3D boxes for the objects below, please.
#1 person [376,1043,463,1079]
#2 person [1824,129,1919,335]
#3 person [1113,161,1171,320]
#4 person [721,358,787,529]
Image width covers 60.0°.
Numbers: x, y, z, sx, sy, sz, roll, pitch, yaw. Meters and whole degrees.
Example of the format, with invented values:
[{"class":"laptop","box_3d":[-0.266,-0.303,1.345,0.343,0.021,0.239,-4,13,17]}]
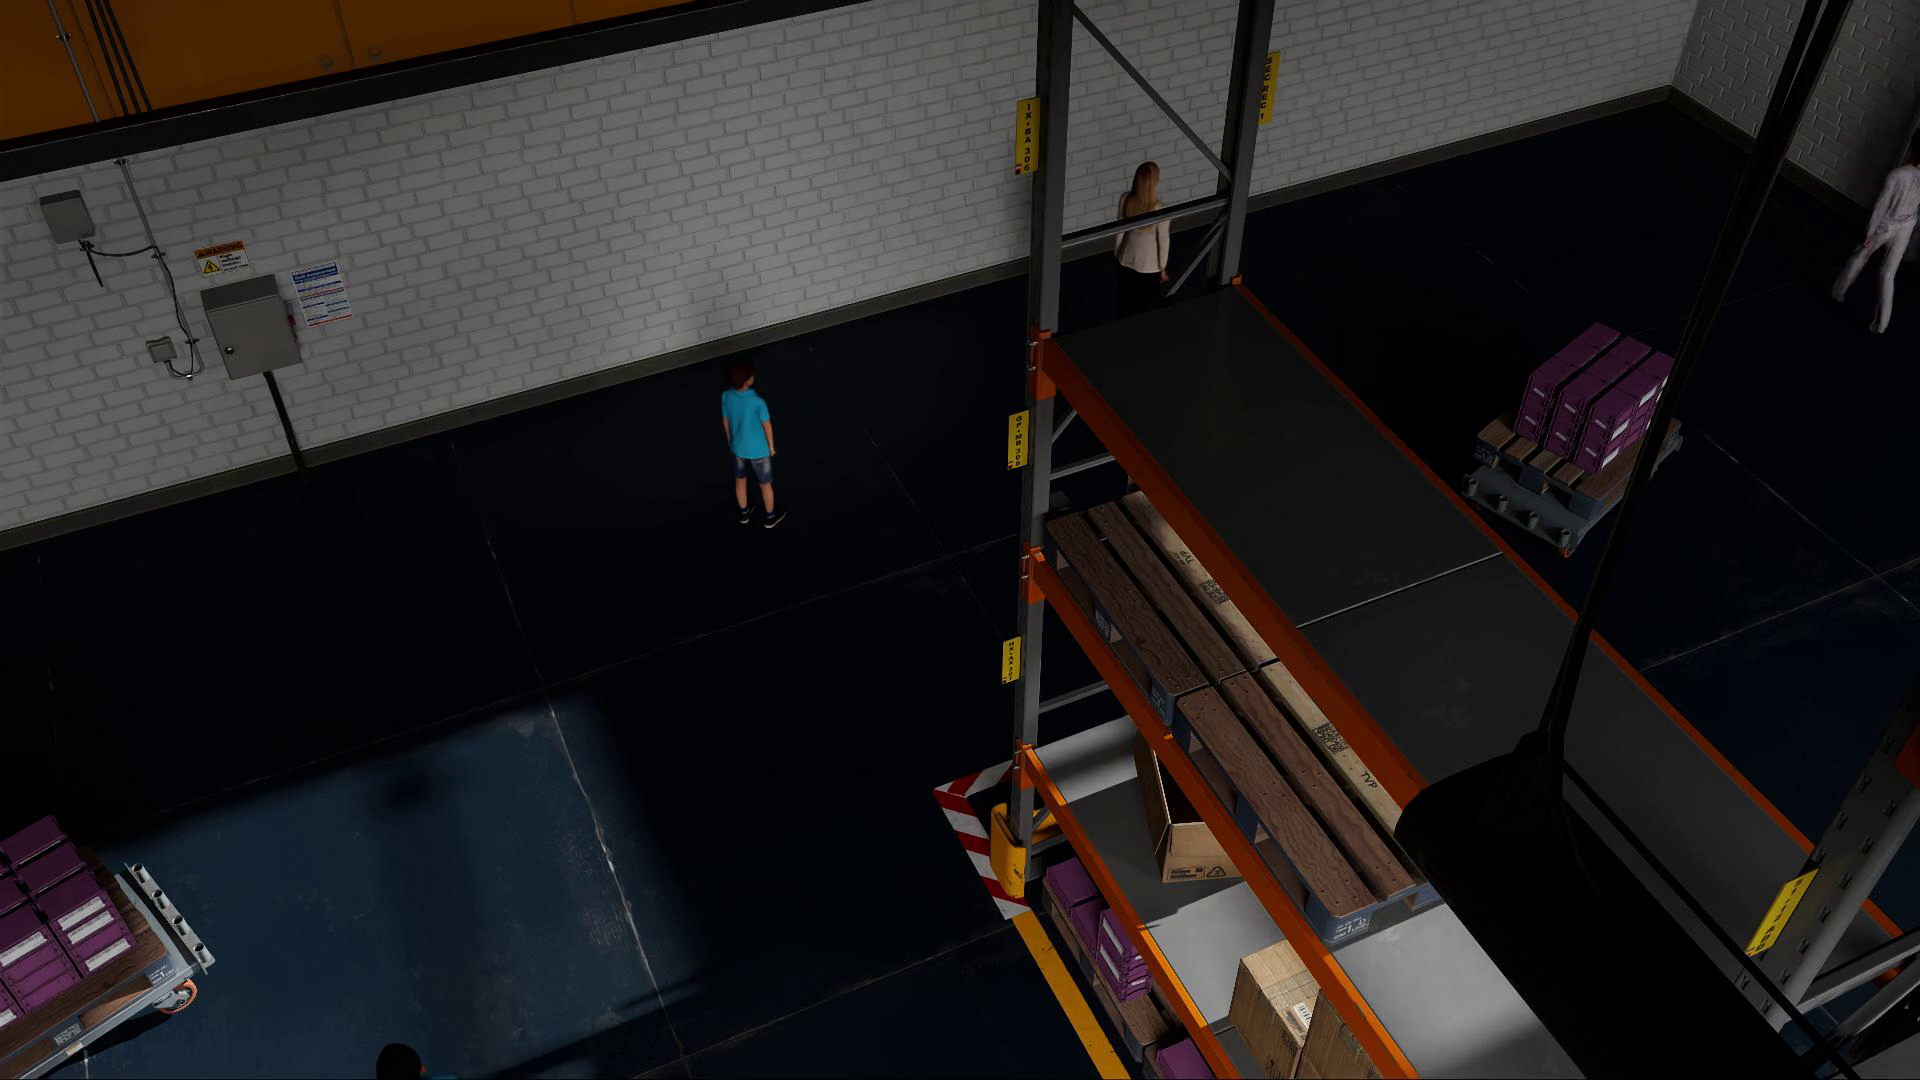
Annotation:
[{"class":"person","box_3d":[-2.463,2.910,7.864,0.627,1.773,0.516,-21,47,-21]},{"class":"person","box_3d":[7.621,-2.476,13.544,0.897,1.737,1.147,1,44,1]},{"class":"person","box_3d":[1.418,-2.148,13.112,0.641,1.858,0.753,24,49,23]},{"class":"person","box_3d":[-1.508,-0.691,11.879,0.597,1.448,0.657,14,45,14]}]
